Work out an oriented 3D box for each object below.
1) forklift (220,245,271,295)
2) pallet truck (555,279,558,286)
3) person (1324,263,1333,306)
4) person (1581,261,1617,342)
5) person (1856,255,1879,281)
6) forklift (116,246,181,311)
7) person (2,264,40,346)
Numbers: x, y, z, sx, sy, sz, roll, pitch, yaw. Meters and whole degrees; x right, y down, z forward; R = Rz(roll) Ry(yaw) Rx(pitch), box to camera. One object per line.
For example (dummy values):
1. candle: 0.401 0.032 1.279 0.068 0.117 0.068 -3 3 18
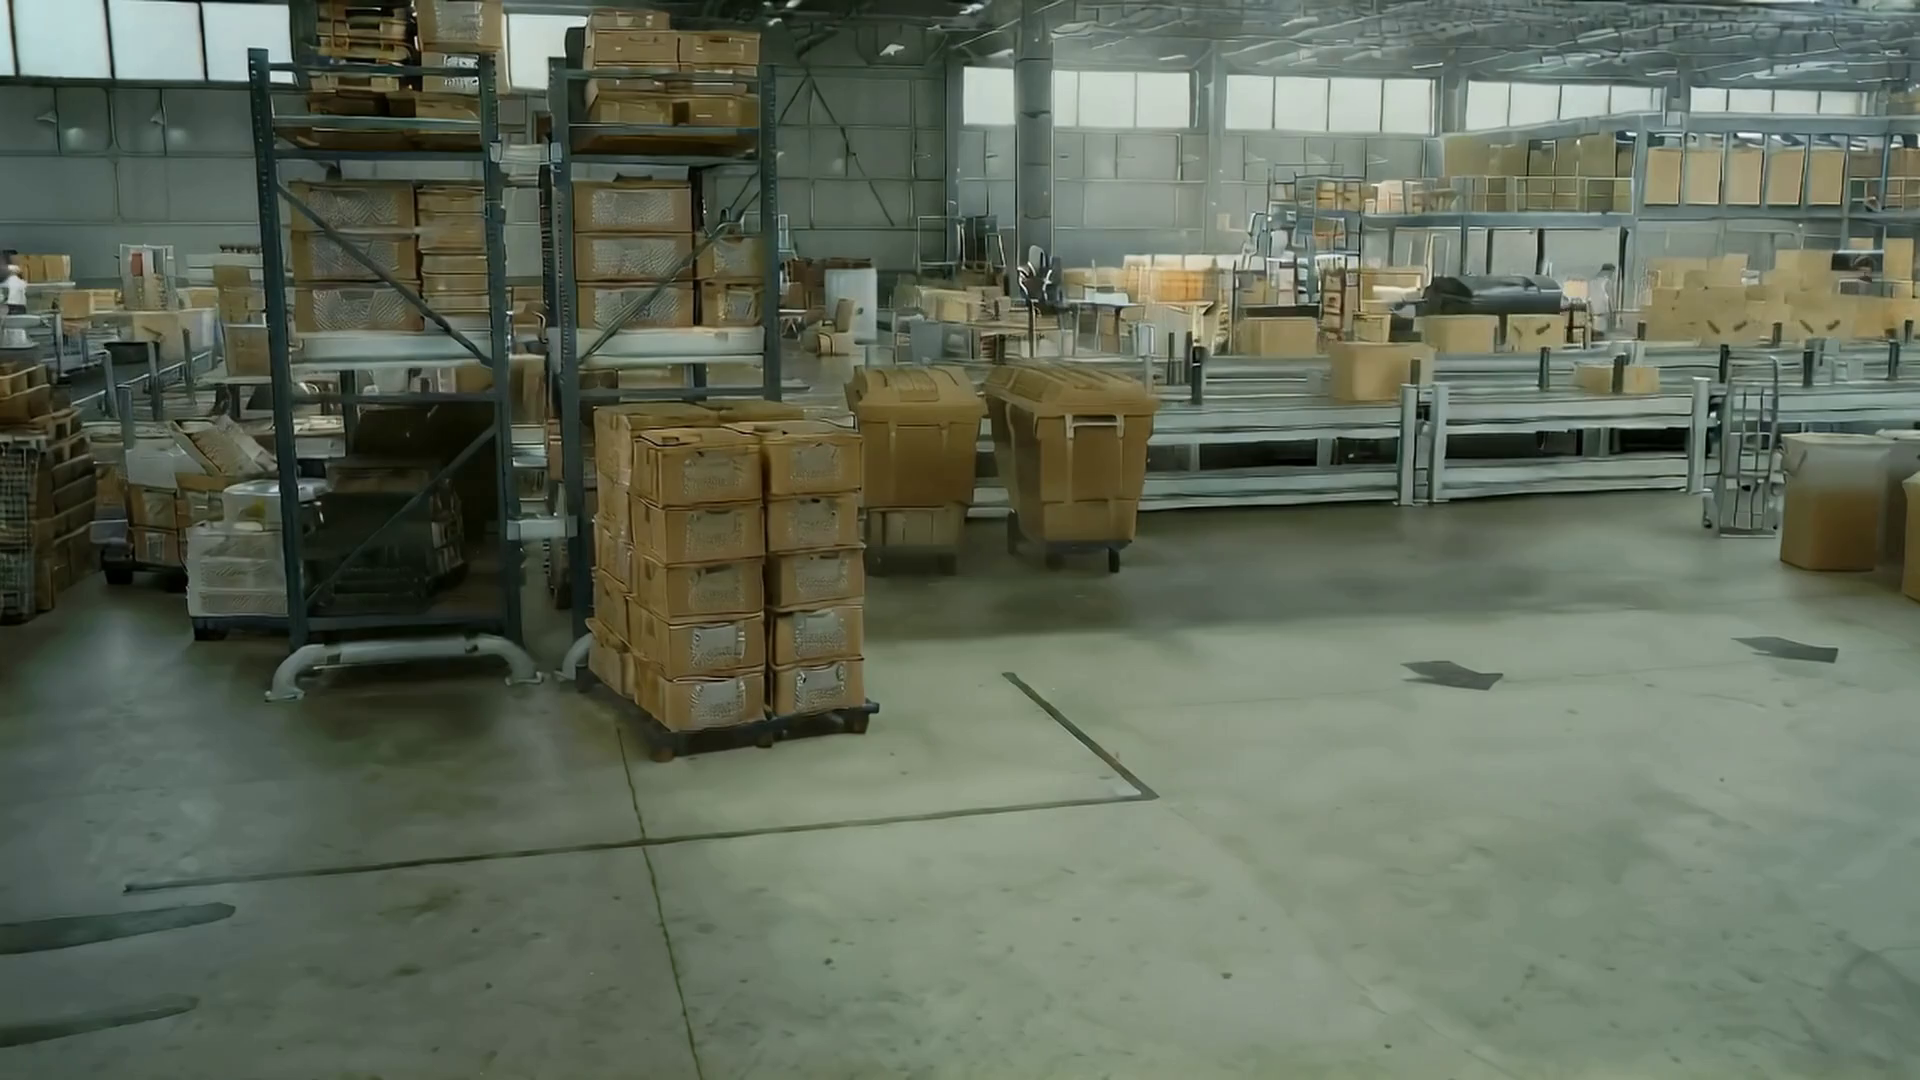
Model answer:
1. forklift: -17.749 -6.334 41.440 1.157 1.987 2.680 -3 10 -17
2. pallet truck: -10.604 -6.375 44.520 0.653 1.274 1.630 -3 10 -15
3. person: 10.767 -7.322 48.762 0.542 1.701 0.535 3 10 15
4. person: 11.465 -4.050 29.772 1.018 1.867 0.573 -2 10 -11
5. person: 14.640 -3.643 27.124 0.648 1.981 0.629 3 10 17
6. forklift: -19.966 -6.232 40.894 1.157 1.987 2.680 -3 10 -15
7. person: -19.937 -4.962 35.241 0.551 1.738 0.713 0 10 2
